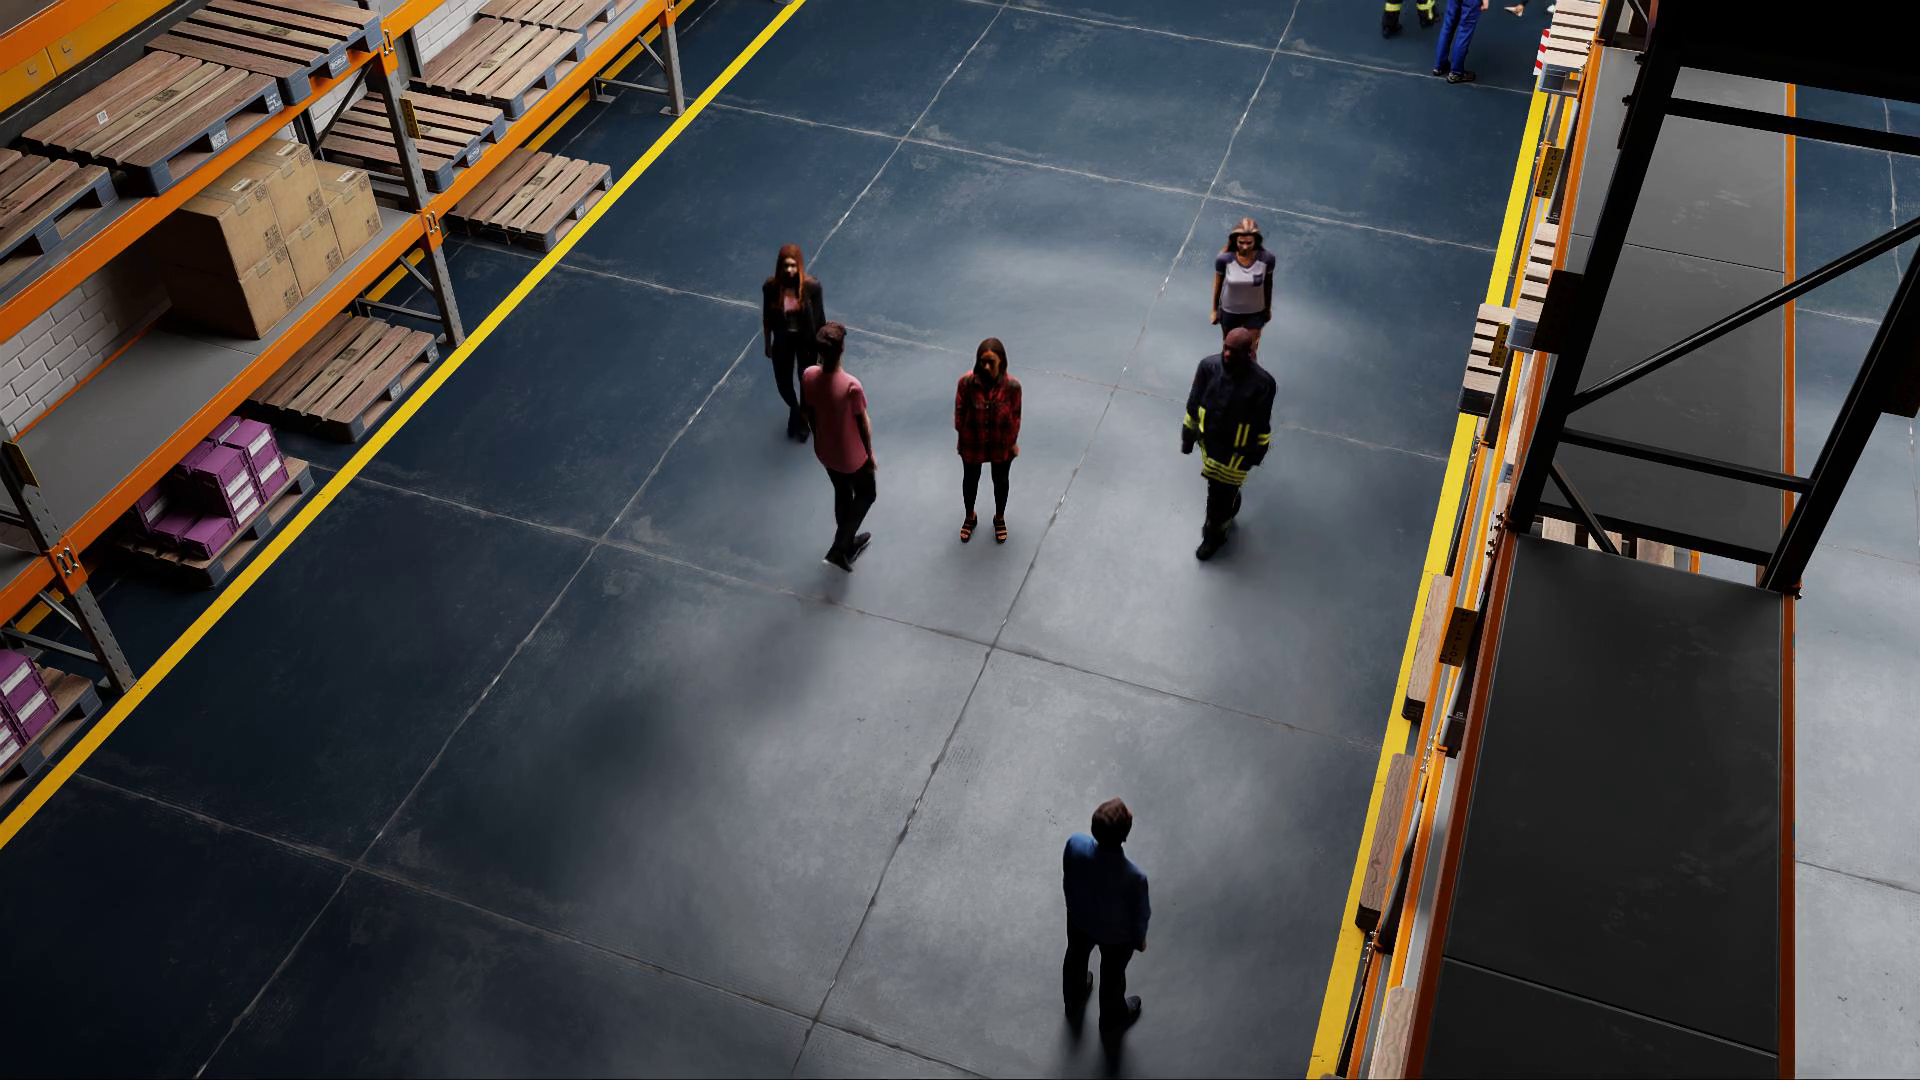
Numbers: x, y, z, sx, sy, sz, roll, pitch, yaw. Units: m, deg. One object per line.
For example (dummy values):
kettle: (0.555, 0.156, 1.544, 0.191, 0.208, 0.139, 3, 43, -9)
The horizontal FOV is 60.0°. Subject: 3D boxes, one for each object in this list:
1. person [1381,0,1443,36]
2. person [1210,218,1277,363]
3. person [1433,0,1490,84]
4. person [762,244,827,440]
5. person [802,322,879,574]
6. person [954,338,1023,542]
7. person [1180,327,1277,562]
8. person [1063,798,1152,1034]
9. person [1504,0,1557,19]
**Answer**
person: (4.612, -6.021, 16.997, 1.130, 1.837, 1.027, -31, 52, -28)
person: (2.161, -1.776, 12.644, 0.661, 1.697, 0.698, 9, 44, 9)
person: (4.995, -5.432, 16.343, 0.823, 1.888, 0.781, -23, 48, -22)
person: (-1.210, -1.527, 12.377, 0.706, 1.705, 0.690, 0, 44, 0)
person: (-0.849, -0.537, 11.166, 0.740, 1.941, 0.888, 24, 49, 23)
person: (0.192, -0.692, 11.501, 0.665, 1.703, 0.635, 4, 44, 4)
person: (1.898, -0.767, 11.509, 0.890, 1.801, 0.978, 29, 51, 27)
person: (0.742, 1.954, 8.639, 0.709, 1.820, 0.669, 27, 50, 25)
person: (6.360, -6.286, 17.343, 1.170, 1.745, 1.056, -22, 48, -21)
